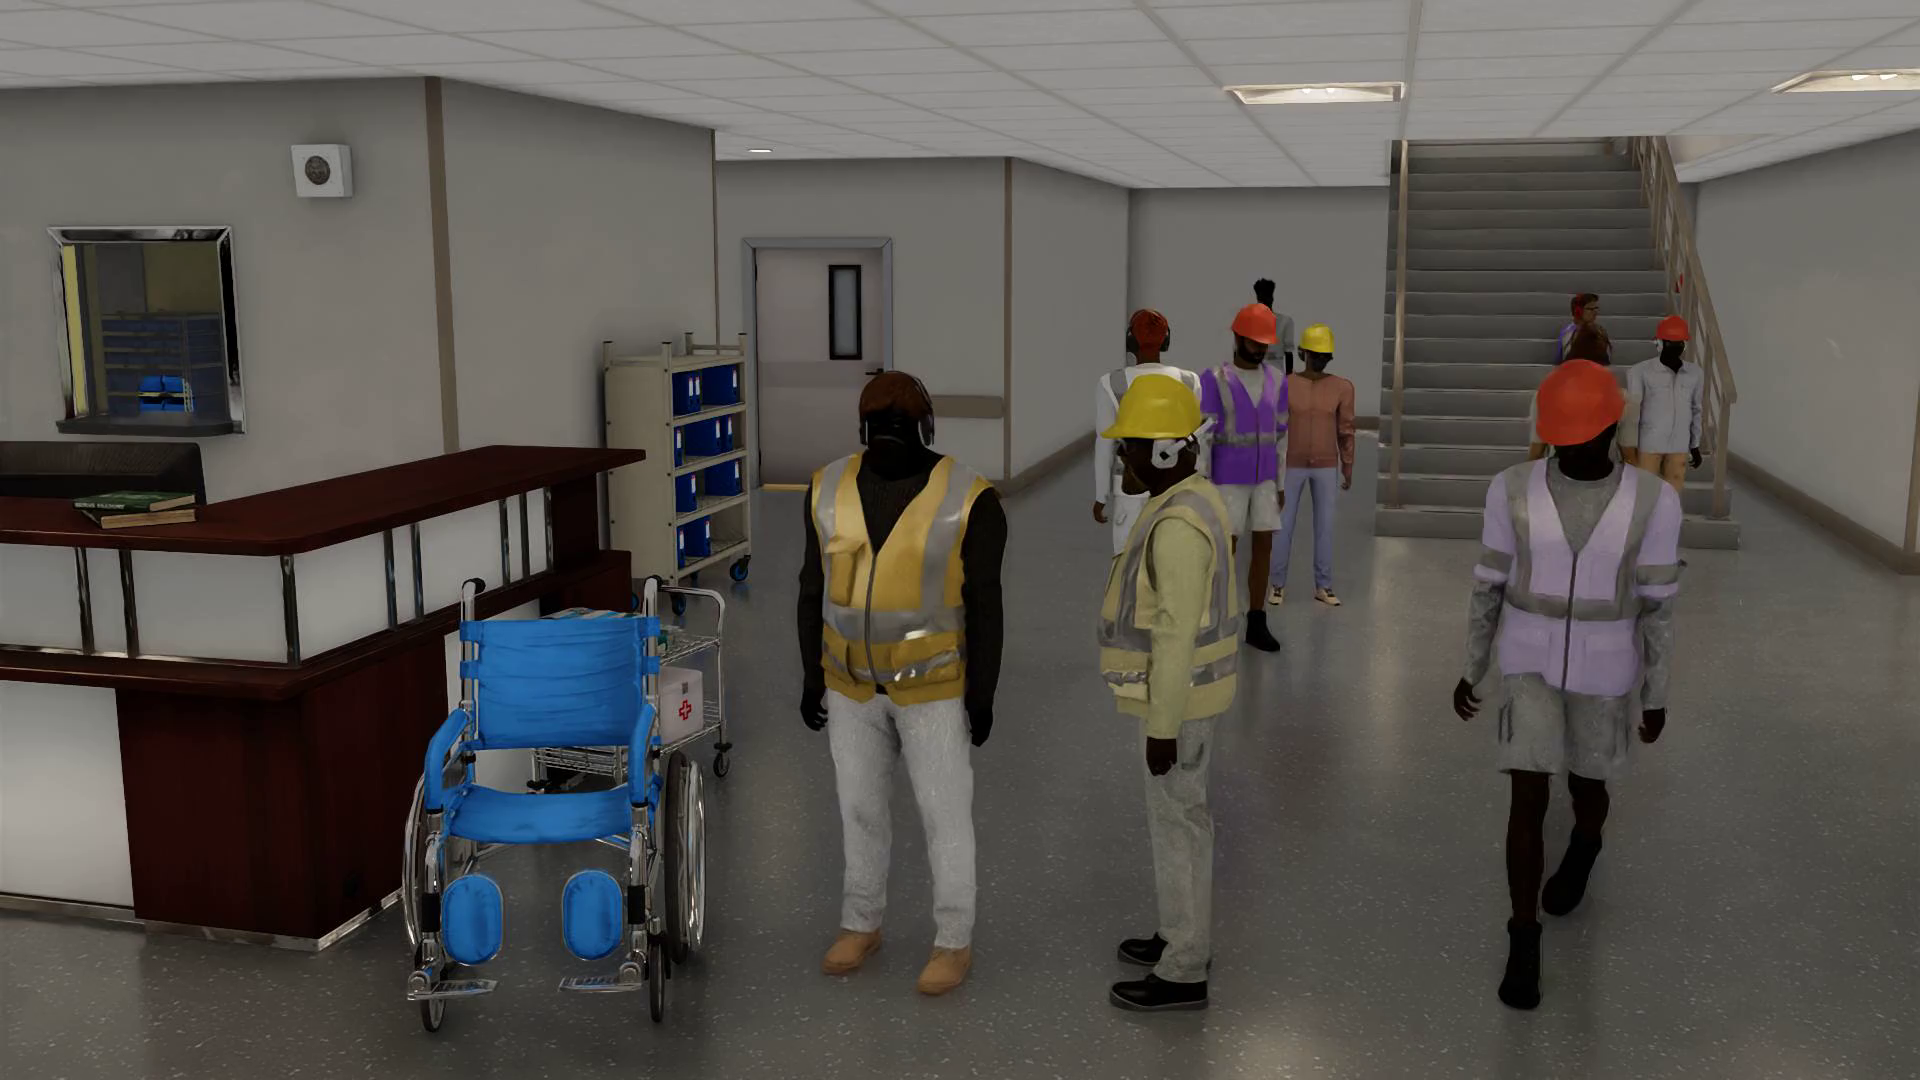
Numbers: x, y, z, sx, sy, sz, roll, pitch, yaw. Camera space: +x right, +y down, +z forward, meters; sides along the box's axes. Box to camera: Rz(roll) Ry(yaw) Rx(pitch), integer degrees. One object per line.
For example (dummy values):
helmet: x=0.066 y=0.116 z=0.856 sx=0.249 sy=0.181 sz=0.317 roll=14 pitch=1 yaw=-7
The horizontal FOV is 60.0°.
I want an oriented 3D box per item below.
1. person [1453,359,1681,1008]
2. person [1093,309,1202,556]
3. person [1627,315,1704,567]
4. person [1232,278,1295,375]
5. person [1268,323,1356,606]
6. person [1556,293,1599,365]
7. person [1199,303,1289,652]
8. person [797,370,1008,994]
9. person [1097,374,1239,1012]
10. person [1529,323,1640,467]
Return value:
person: x=1.838 y=0.366 z=5.047 sx=0.602 sy=1.892 sz=0.858 roll=4 pitch=10 yaw=22
person: x=0.972 y=-0.255 z=8.674 sx=0.575 sy=1.884 sz=0.355 roll=-2 pitch=10 yaw=-12
person: x=4.889 y=-0.678 z=11.544 sx=0.563 sy=1.753 sz=0.327 roll=-1 pitch=10 yaw=-6
person: x=3.034 y=-1.648 z=16.686 sx=0.613 sy=1.949 sz=0.577 roll=2 pitch=10 yaw=11
person: x=2.155 y=-0.449 z=10.224 sx=0.536 sy=1.756 sz=0.382 roll=0 pitch=10 yaw=3
person: x=5.377 y=-1.237 z=14.570 sx=0.377 sy=1.844 sz=0.569 roll=6 pitch=11 yaw=30
person: x=1.550 y=-0.365 z=9.260 sx=0.550 sy=1.905 sz=0.700 roll=-4 pitch=10 yaw=-20
person: x=-0.179 y=0.420 z=4.891 sx=0.628 sy=1.835 sz=0.432 roll=4 pitch=10 yaw=21
person: x=0.597 y=0.436 z=4.799 sx=0.404 sy=1.825 sz=0.595 roll=2 pitch=10 yaw=9
person: x=3.081 y=-0.155 z=8.232 sx=0.525 sy=1.830 sz=0.416 roll=5 pitch=11 yaw=29
